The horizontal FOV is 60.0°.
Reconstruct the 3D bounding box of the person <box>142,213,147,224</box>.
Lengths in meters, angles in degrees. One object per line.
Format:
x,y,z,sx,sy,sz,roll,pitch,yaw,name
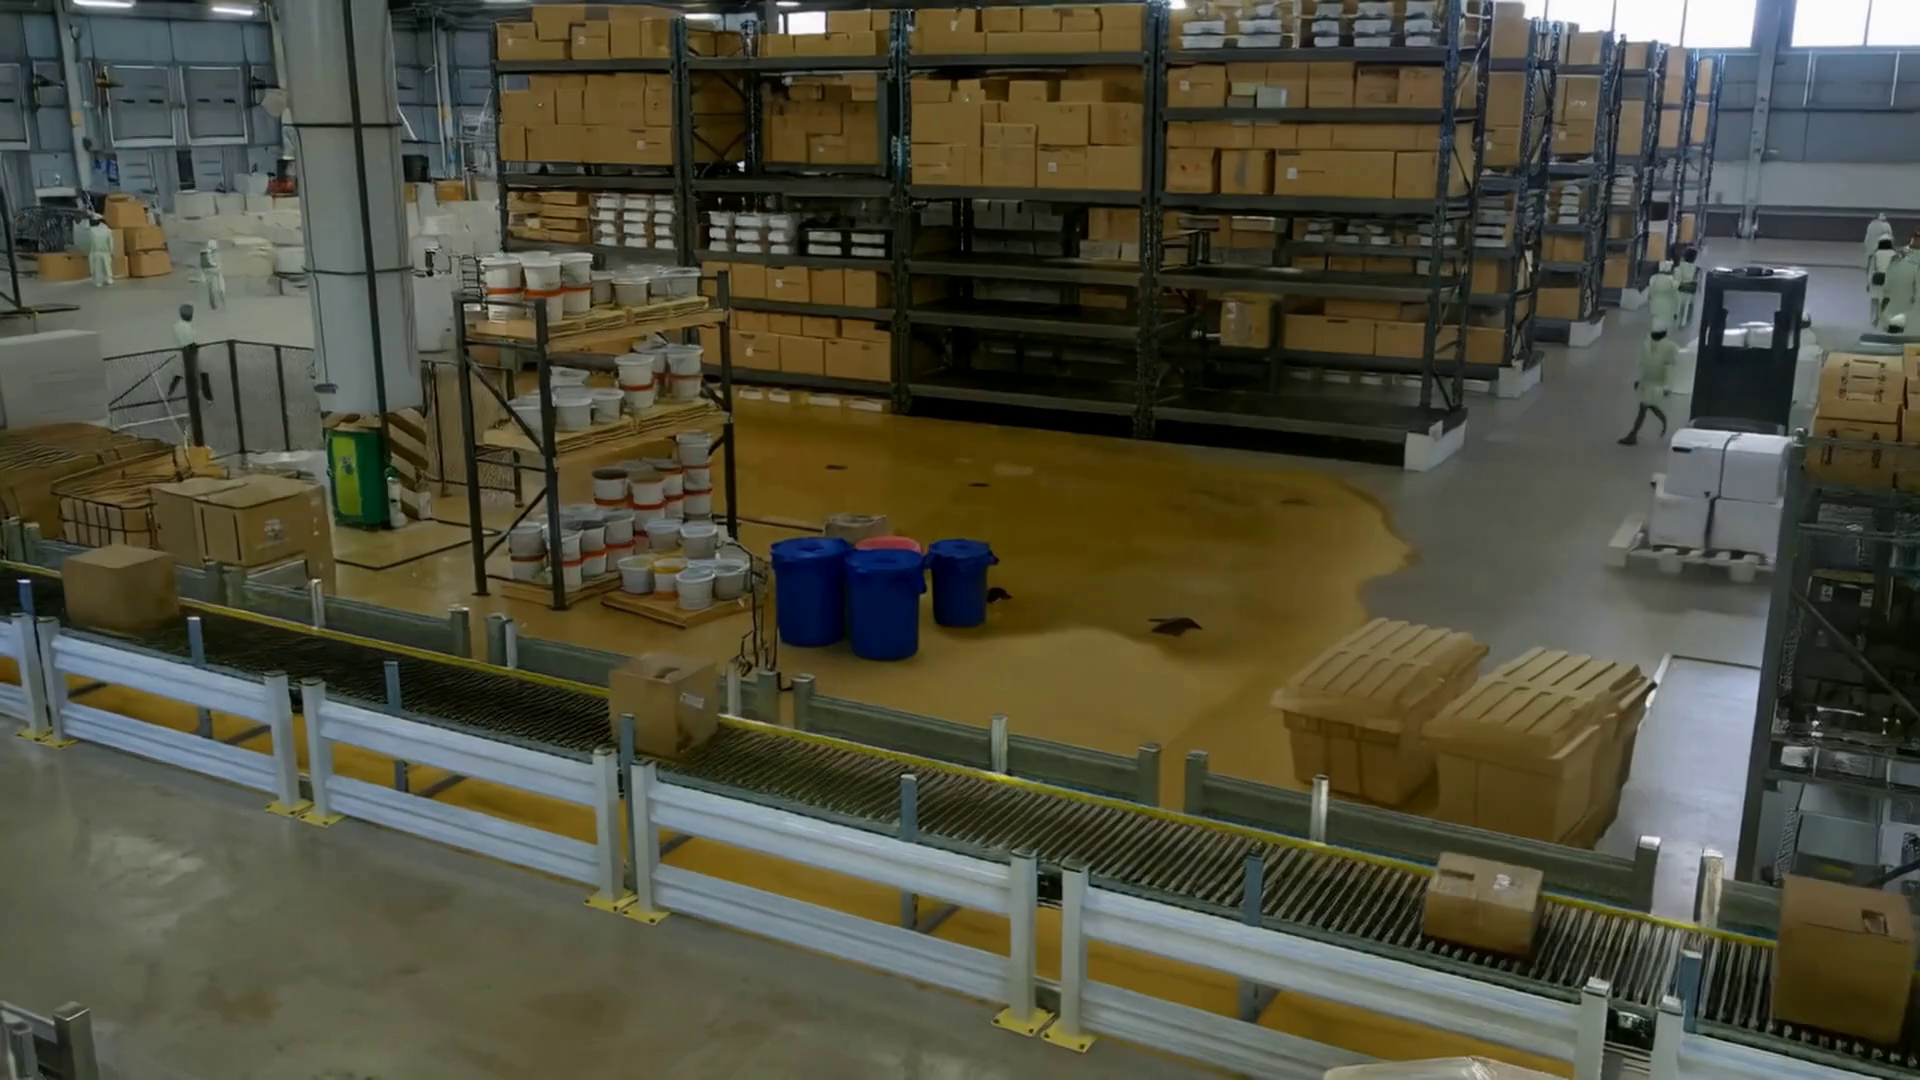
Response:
-23.687,-8.748,47.848,0.758,1.911,0.642,7,17,25,person

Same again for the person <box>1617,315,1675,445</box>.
9.857,-2.259,23.505,0.905,1.880,0.615,-3,15,-10,person

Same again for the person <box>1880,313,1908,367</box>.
13.541,-2.409,24.248,0.599,1.785,0.862,-3,15,-10,person

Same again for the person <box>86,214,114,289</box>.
-22.209,-7.458,42.989,0.589,1.918,0.402,-8,17,-28,person

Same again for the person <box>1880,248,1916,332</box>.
18.831,-4.888,33.342,0.651,1.906,0.403,-2,15,-7,person

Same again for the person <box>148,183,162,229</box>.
-30.254,-12.552,62.553,0.318,1.697,0.535,3,15,10,person

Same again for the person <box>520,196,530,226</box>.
-14.681,-10.726,55.863,0.767,1.606,0.513,-10,18,-32,person

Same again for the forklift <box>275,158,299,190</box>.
-22.628,-11.539,56.478,1.873,2.768,1.129,8,17,28,forklift

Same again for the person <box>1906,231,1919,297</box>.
23.573,-6.845,40.898,0.581,1.796,0.887,-1,15,-2,person

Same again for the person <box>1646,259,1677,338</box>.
13.149,-4.294,31.128,0.400,1.901,0.642,-5,16,-20,person

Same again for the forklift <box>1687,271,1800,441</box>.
9.269,-1.763,19.726,1.129,2.768,1.873,8,17,27,forklift

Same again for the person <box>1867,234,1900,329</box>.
19.698,-5.526,35.554,0.601,2.018,0.950,8,17,29,person

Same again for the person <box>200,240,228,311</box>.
-17.251,-6.102,38.431,0.513,1.623,0.557,-14,20,-42,person

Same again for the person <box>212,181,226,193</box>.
-26.684,-12.006,60.067,0.622,1.932,0.367,8,17,27,person

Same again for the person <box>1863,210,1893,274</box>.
24.885,-7.987,45.077,0.677,1.859,0.977,9,17,31,person

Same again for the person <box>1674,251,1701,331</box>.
15.359,-5.263,35.176,0.538,1.688,0.363,7,16,25,person

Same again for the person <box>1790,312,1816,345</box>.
12.927,-2.750,25.889,0.589,1.592,0.767,10,18,34,person

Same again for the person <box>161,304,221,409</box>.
-12.306,-2.908,26.403,0.534,1.646,0.937,7,17,25,person
